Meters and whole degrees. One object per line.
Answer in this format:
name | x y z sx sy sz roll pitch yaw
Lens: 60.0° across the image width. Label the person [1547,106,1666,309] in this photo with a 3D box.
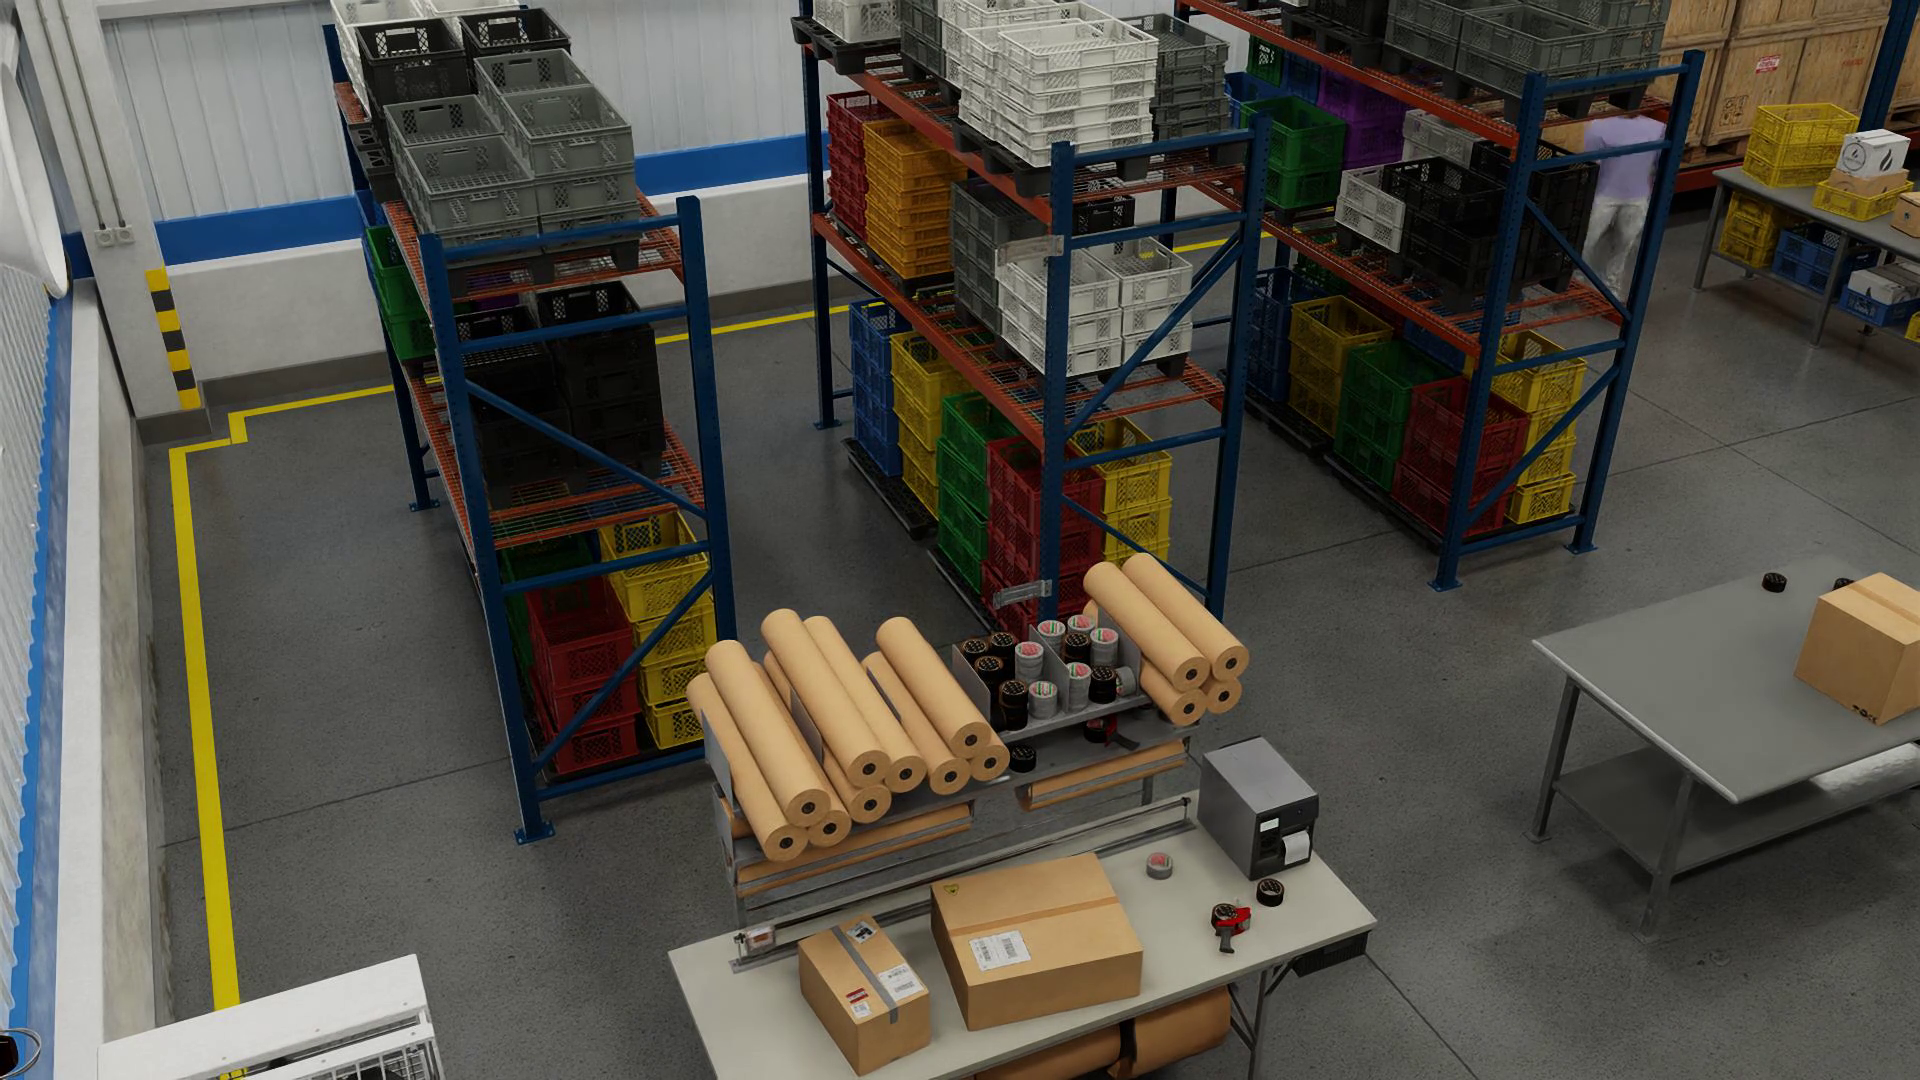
person | 4.980 -2.599 12.639 0.710 1.895 0.384 0 32 0
